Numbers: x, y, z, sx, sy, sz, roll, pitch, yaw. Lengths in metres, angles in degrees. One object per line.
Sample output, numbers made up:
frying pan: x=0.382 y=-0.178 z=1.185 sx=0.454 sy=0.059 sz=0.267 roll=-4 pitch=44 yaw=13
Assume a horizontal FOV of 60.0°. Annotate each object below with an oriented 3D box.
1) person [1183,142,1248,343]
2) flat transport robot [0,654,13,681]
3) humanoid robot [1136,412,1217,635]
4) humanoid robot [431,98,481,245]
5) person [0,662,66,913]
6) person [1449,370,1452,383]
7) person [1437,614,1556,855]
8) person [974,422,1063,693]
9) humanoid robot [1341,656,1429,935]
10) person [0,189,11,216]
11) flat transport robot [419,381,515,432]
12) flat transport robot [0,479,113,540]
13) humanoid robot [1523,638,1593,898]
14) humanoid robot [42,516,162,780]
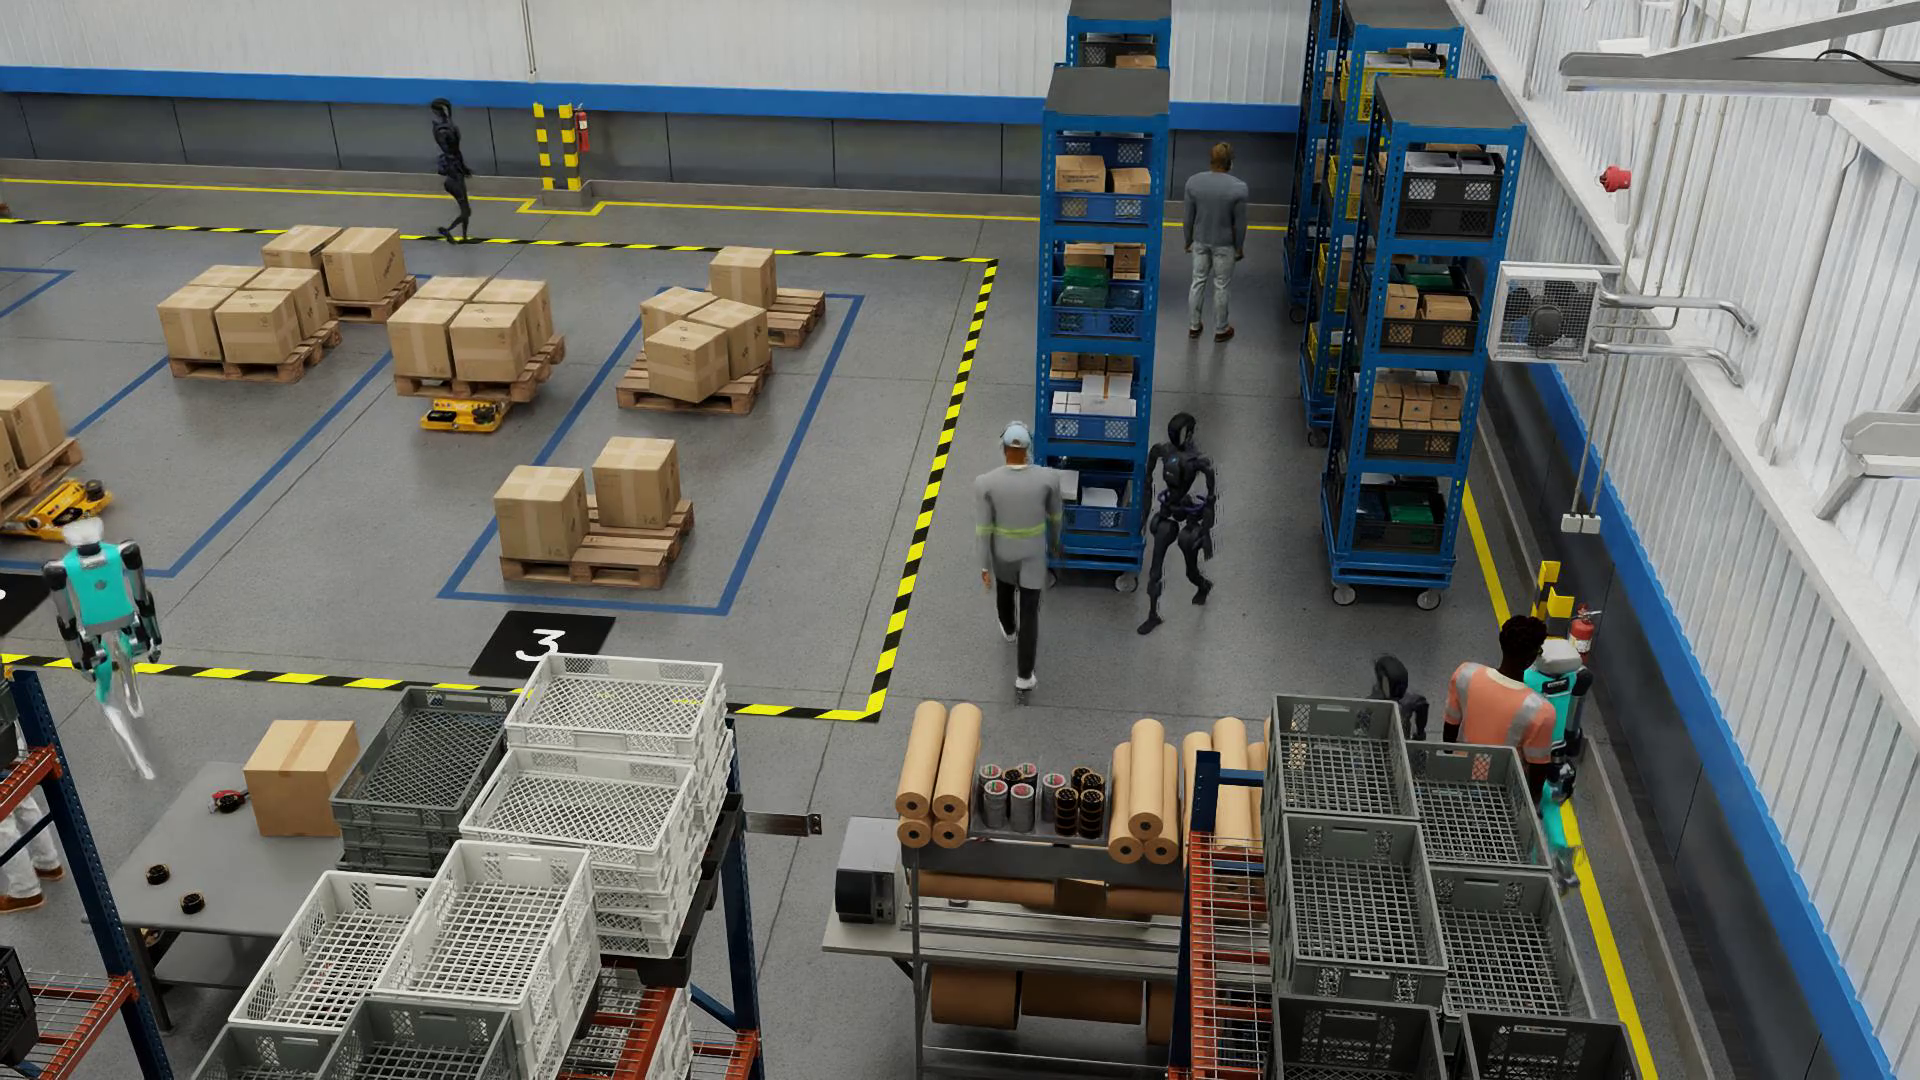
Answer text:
person: x=2.425 y=-2.836 z=15.889 sx=0.627 sy=1.936 sz=0.377 roll=15 pitch=33 yaw=24
flat transport robot: x=-7.142 y=0.969 z=11.010 sx=1.431 sy=0.231 sz=0.659 roll=3 pitch=30 yaw=6
humanoid robot: x=1.551 y=-0.153 z=11.589 sx=0.612 sy=1.654 sz=0.742 roll=21 pitch=36 yaw=31
humanoid robot: x=-5.555 y=-4.021 z=18.183 sx=0.432 sy=1.649 sz=0.599 roll=-2 pitch=30 yaw=-4
person: x=-5.281 y=1.187 z=9.035 sx=0.364 sy=1.878 sz=0.584 roll=-2 pitch=30 yaw=-4
person: x=3.388 y=-0.936 z=12.717 sx=0.624 sy=1.843 sz=0.430 roll=8 pitch=31 yaw=14
person: x=2.833 y=1.246 z=8.846 sx=0.361 sy=1.964 sz=0.612 roll=-24 pitch=38 yaw=-35
person: x=0.385 y=0.085 z=11.017 sx=0.594 sy=1.801 sz=1.001 roll=0 pitch=30 yaw=-1
humanoid robot: x=2.288 y=1.357 z=8.943 sx=0.606 sy=1.653 sz=0.422 roll=-12 pitch=32 yaw=-20
person: x=-11.457 y=-4.609 z=19.034 sx=0.976 sy=1.841 sz=0.587 roll=19 pitch=35 yaw=29
flat transport robot: x=-4.297 y=-1.384 z=15.022 sx=0.652 sy=0.197 sz=1.431 roll=3 pitch=30 yaw=6
flat transport robot: x=-7.563 y=-0.283 z=13.131 sx=1.431 sy=0.197 sz=0.652 roll=3 pitch=30 yaw=6
humanoid robot: x=3.121 y=1.413 z=8.790 sx=0.530 sy=1.779 sz=0.700 roll=-10 pitch=32 yaw=-17
humanoid robot: x=-5.296 y=0.555 z=10.320 sx=0.538 sy=1.782 sz=1.040 roll=-20 pitch=36 yaw=-31
